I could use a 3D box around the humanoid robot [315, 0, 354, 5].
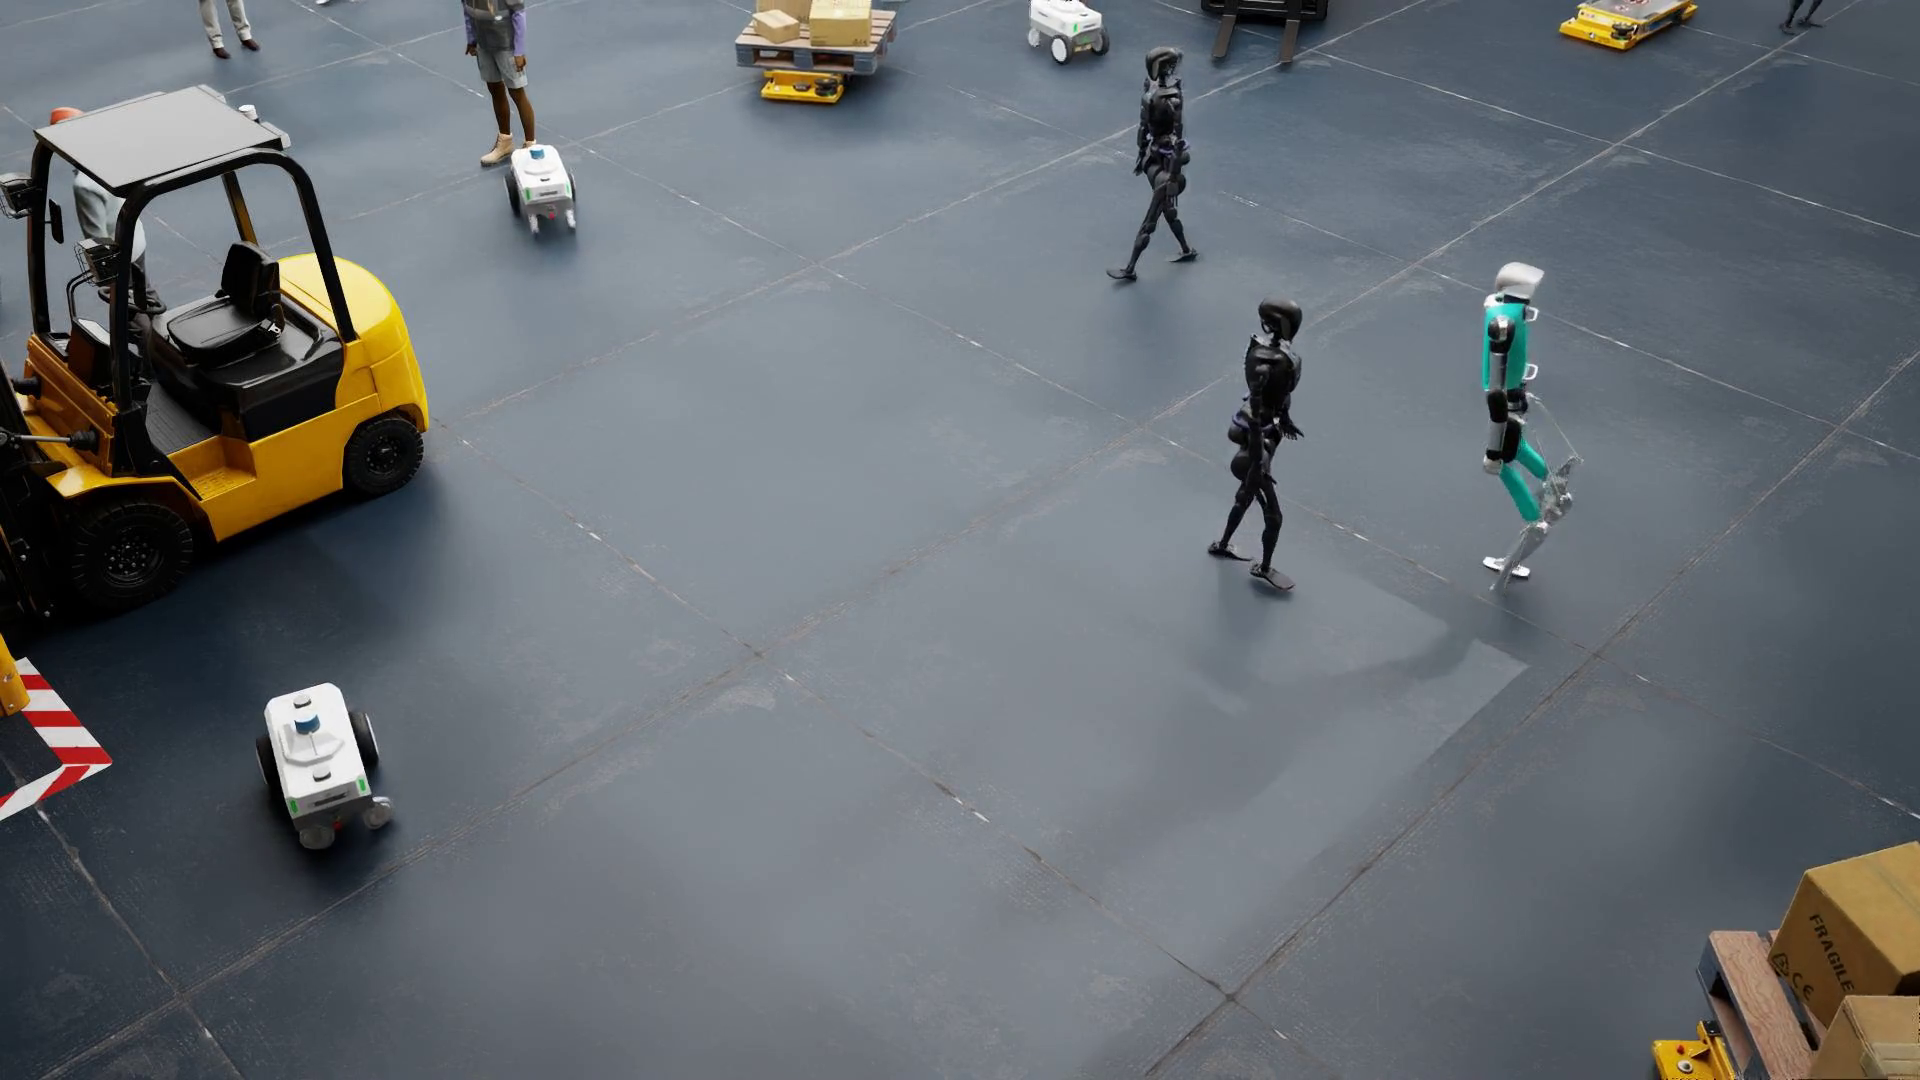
[{"bbox_3d":[-6.130,-5.927,15.714,0.562,1.795,0.795,-5,37,-7],"label":"humanoid robot"}]

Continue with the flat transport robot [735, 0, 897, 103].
[{"bbox_3d":[-1.238,-4.202,14.621,0.659,0.231,1.431,6,37,8],"label":"flat transport robot"}]

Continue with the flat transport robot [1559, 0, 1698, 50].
[{"bbox_3d":[6.295,-4.936,15.604,1.431,0.231,0.659,-30,46,-34],"label":"flat transport robot"}]

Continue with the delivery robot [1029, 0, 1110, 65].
[{"bbox_3d":[0.955,-4.646,14.972,0.499,0.589,0.792,-22,42,-27],"label":"delivery robot"}]

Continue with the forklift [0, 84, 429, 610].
[{"bbox_3d":[-4.145,-1.093,8.856,2.313,2.155,1.214,-31,47,-34],"label":"forklift"}]

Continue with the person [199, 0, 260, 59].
[{"bbox_3d":[-6.610,-5.160,14.651,0.390,1.778,0.534,27,44,31],"label":"person"}]

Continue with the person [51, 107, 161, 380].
[{"bbox_3d":[-5.184,-1.808,10.187,0.344,1.740,0.572,-3,37,-4],"label":"person"}]

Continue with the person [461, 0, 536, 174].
[{"bbox_3d":[-3.525,-3.774,12.578,0.604,2.034,0.386,22,42,26],"label":"person"}]

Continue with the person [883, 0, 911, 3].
[{"bbox_3d":[-0.660,-6.105,15.788,0.373,1.932,0.620,-14,39,-18],"label":"person"}]

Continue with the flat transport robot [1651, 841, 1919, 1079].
[{"bbox_3d":[3.395,2.127,6.149,1.431,0.231,0.659,1,37,1],"label":"flat transport robot"}]

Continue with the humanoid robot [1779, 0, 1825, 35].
[{"bbox_3d":[7.874,-5.453,15.117,0.609,1.644,0.307,-20,41,-25],"label":"humanoid robot"}]

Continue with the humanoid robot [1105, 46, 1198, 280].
[{"bbox_3d":[1.365,-2.563,11.291,0.792,1.624,0.608,-13,39,-16],"label":"humanoid robot"}]

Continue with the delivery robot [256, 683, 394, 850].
[{"bbox_3d":[-2.861,0.982,7.460,0.523,0.614,0.785,-17,40,-21],"label":"delivery robot"}]

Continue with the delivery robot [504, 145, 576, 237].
[{"bbox_3d":[-3.083,-2.619,12.278,0.499,0.613,0.816,-12,39,-16],"label":"delivery robot"}]

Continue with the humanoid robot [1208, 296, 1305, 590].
[{"bbox_3d":[1.587,-0.526,8.532,0.521,1.643,0.600,16,40,20],"label":"humanoid robot"}]

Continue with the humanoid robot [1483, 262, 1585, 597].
[{"bbox_3d":[2.935,-0.512,8.494,0.770,1.816,0.570,15,39,19],"label":"humanoid robot"}]

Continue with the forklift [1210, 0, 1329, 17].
[{"bbox_3d":[3.106,-6.400,15.960,1.214,2.155,2.313,8,37,10],"label":"forklift"}]
